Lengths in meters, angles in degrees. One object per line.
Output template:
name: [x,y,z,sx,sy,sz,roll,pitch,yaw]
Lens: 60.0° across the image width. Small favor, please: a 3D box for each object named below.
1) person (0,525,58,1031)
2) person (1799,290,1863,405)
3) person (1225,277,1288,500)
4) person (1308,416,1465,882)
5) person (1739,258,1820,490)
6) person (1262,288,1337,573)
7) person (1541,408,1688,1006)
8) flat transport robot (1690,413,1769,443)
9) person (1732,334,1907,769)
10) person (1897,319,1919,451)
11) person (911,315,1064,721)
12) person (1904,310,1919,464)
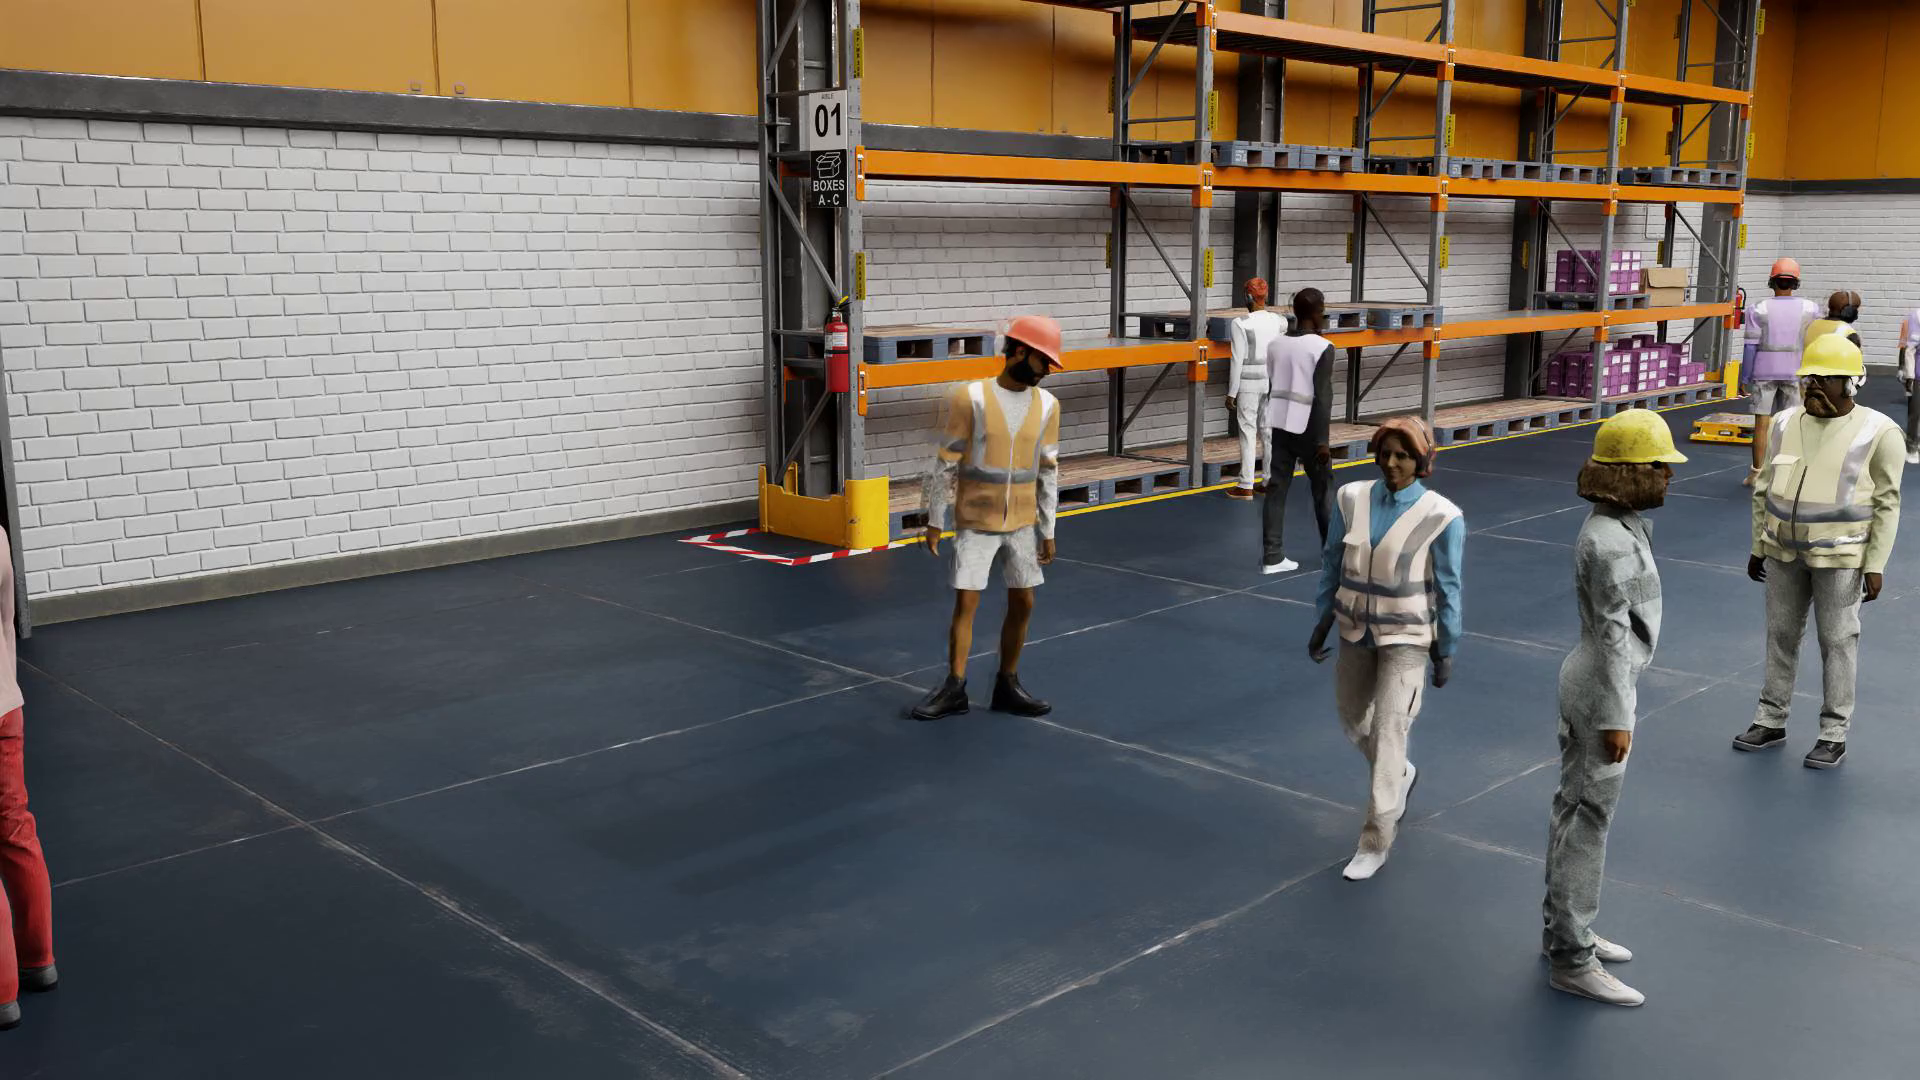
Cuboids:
person: [-2.836,0.515,4.688,0.318,1.767,0.534,0,10,-2]
person: [7.236,-1.192,13.961,0.932,1.805,0.622,-2,11,-12]
person: [2.512,-1.282,14.158,0.574,1.887,0.356,-6,12,-28]
person: [1.554,0.349,5.992,0.725,1.613,0.527,-10,14,-42]
person: [7.203,-1.454,14.672,0.609,2.042,0.391,3,11,14]
person: [2.369,-0.733,11.153,0.883,1.882,0.620,-7,13,-35]
person: [1.936,0.479,4.941,0.307,1.745,0.484,4,11,19]
flat transport robot: [8.539,-1.240,18.336,0.652,0.197,1.431,7,12,33]
person: [3.632,0.045,7.066,0.404,1.832,0.600,-7,13,-34]
person: [10.044,-1.762,17.321,0.543,1.679,0.377,4,11,23]
person: [0.114,-0.074,7.605,0.724,1.893,0.380,-3,11,-18]
person: [9.400,-1.619,16.020,0.583,1.887,0.991,4,11,21]
